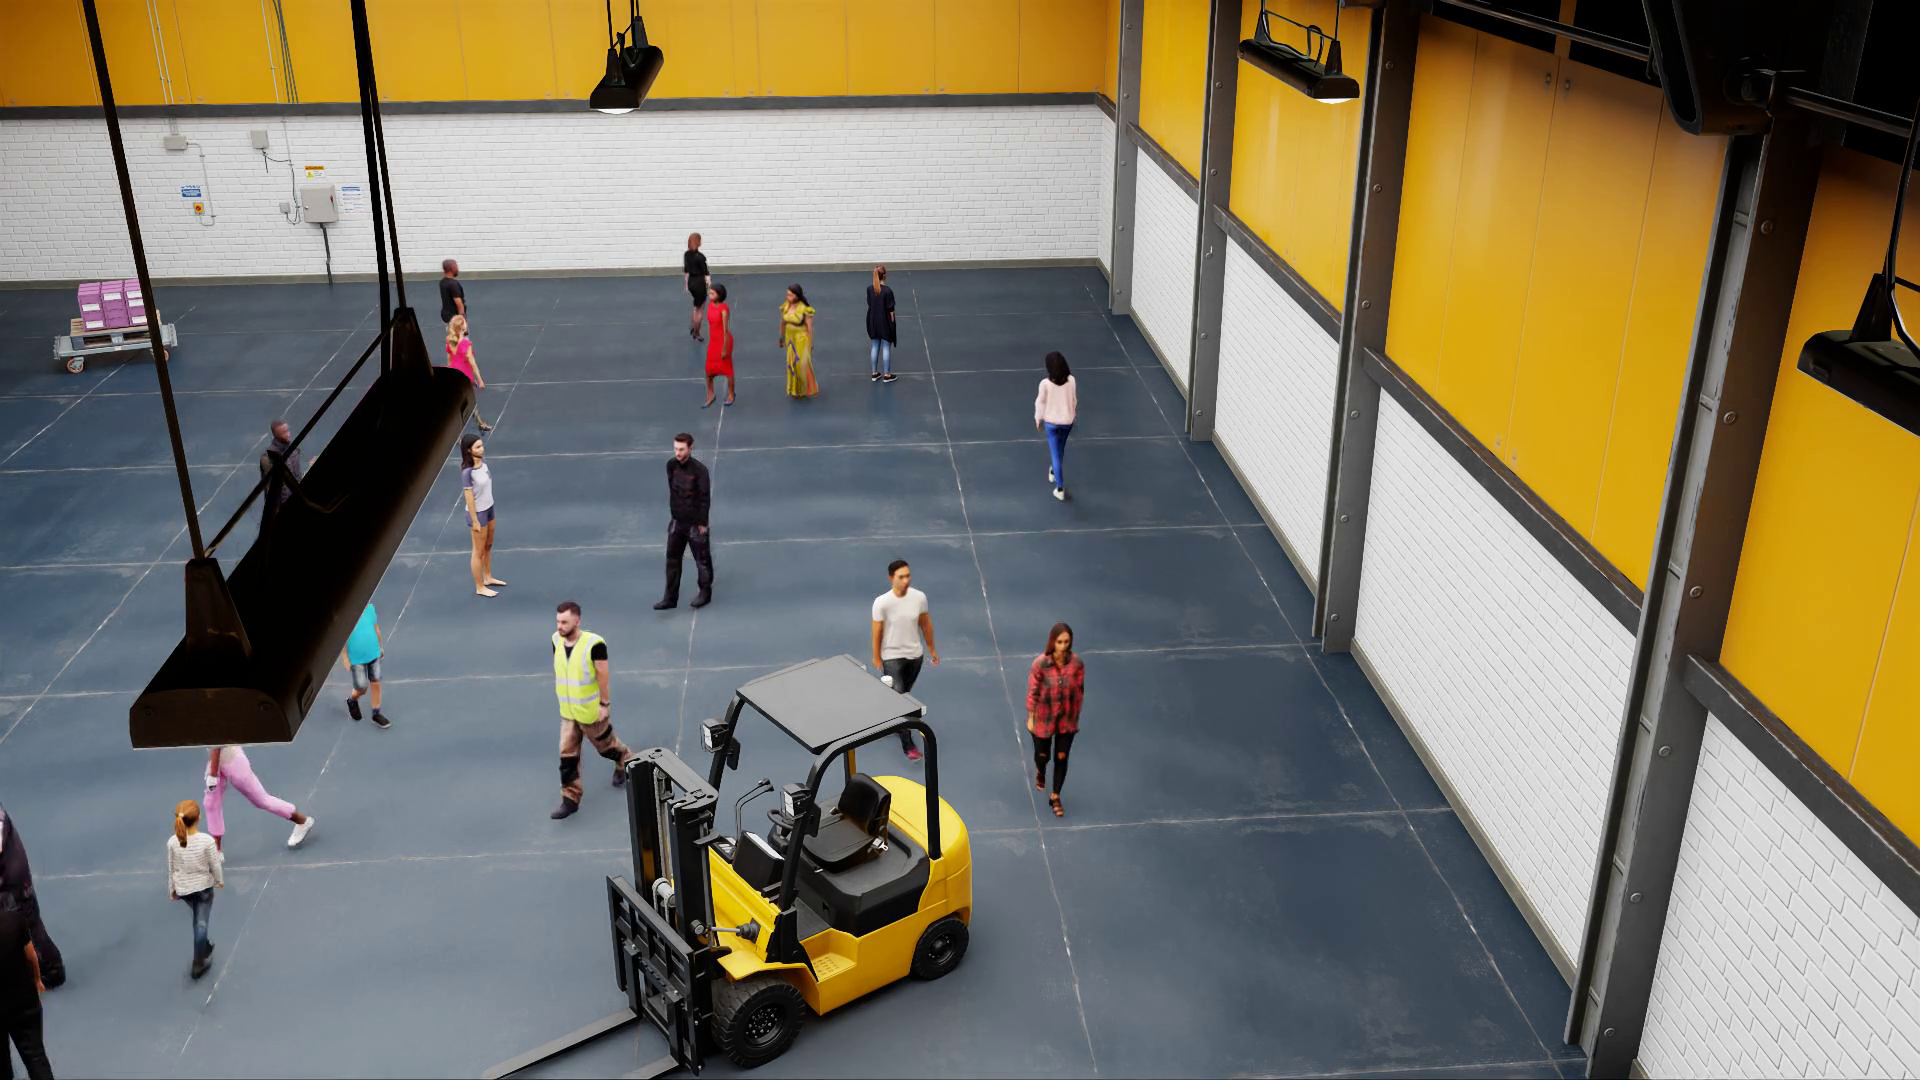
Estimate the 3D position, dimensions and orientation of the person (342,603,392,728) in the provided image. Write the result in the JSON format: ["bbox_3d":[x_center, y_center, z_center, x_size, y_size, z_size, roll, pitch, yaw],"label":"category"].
[{"bbox_3d":[-5.317,0.973,14.722,0.776,1.441,0.719,18,29,35],"label":"person"}]

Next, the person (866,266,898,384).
[{"bbox_3d":[-1.128,-3.088,23.709,0.720,1.684,0.744,13,27,27],"label":"person"}]

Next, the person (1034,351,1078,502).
[{"bbox_3d":[1.182,-1.309,19.592,0.743,1.723,1.067,-4,24,-9],"label":"person"}]

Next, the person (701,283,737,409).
[{"bbox_3d":[-3.192,-2.657,22.670,0.847,1.727,0.906,19,30,37],"label":"person"}]

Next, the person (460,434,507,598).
[{"bbox_3d":[-4.969,-0.280,17.223,0.692,1.734,0.527,4,24,8],"label":"person"}]

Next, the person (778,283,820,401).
[{"bbox_3d":[-2.201,-2.758,23.003,0.907,1.645,0.933,12,26,25],"label":"person"}]

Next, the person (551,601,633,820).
[{"bbox_3d":[-3.000,1.311,13.480,1.013,1.816,1.265,8,25,17],"label":"person"}]

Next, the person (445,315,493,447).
[{"bbox_3d":[-6.433,-2.009,21.217,0.936,1.702,1.000,18,29,35],"label":"person"}]

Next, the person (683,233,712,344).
[{"bbox_3d":[-4.072,-3.823,25.380,0.689,1.693,0.757,21,31,39],"label":"person"}]

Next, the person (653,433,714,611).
[{"bbox_3d":[-2.707,-0.221,16.888,0.956,1.894,1.050,13,27,26],"label":"person"}]

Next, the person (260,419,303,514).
[{"bbox_3d":[-7.155,-0.410,17.447,1.145,1.793,1.264,7,25,16],"label":"person"}]

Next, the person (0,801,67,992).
[{"bbox_3d":[-6.376,2.262,11.287,0.810,1.831,0.886,21,31,39],"label":"person"}]

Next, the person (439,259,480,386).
[{"bbox_3d":[-7.163,-3.096,23.579,0.820,1.804,0.724,-19,30,-37],"label":"person"}]

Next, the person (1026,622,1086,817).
[{"bbox_3d":[0.747,1.406,13.421,0.654,1.691,0.723,-4,24,-10],"label":"person"}]

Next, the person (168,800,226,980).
[{"bbox_3d":[-5.313,2.456,11.509,0.495,1.298,0.599,-3,24,-6],"label":"person"}]

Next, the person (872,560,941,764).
[{"bbox_3d":[-0.534,0.964,14.338,0.936,1.766,1.176,-13,27,-27],"label":"person"}]

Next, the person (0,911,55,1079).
[{"bbox_3d":[-5.754,2.857,10.072,1.226,1.714,1.119,21,31,40],"label":"person"}]
